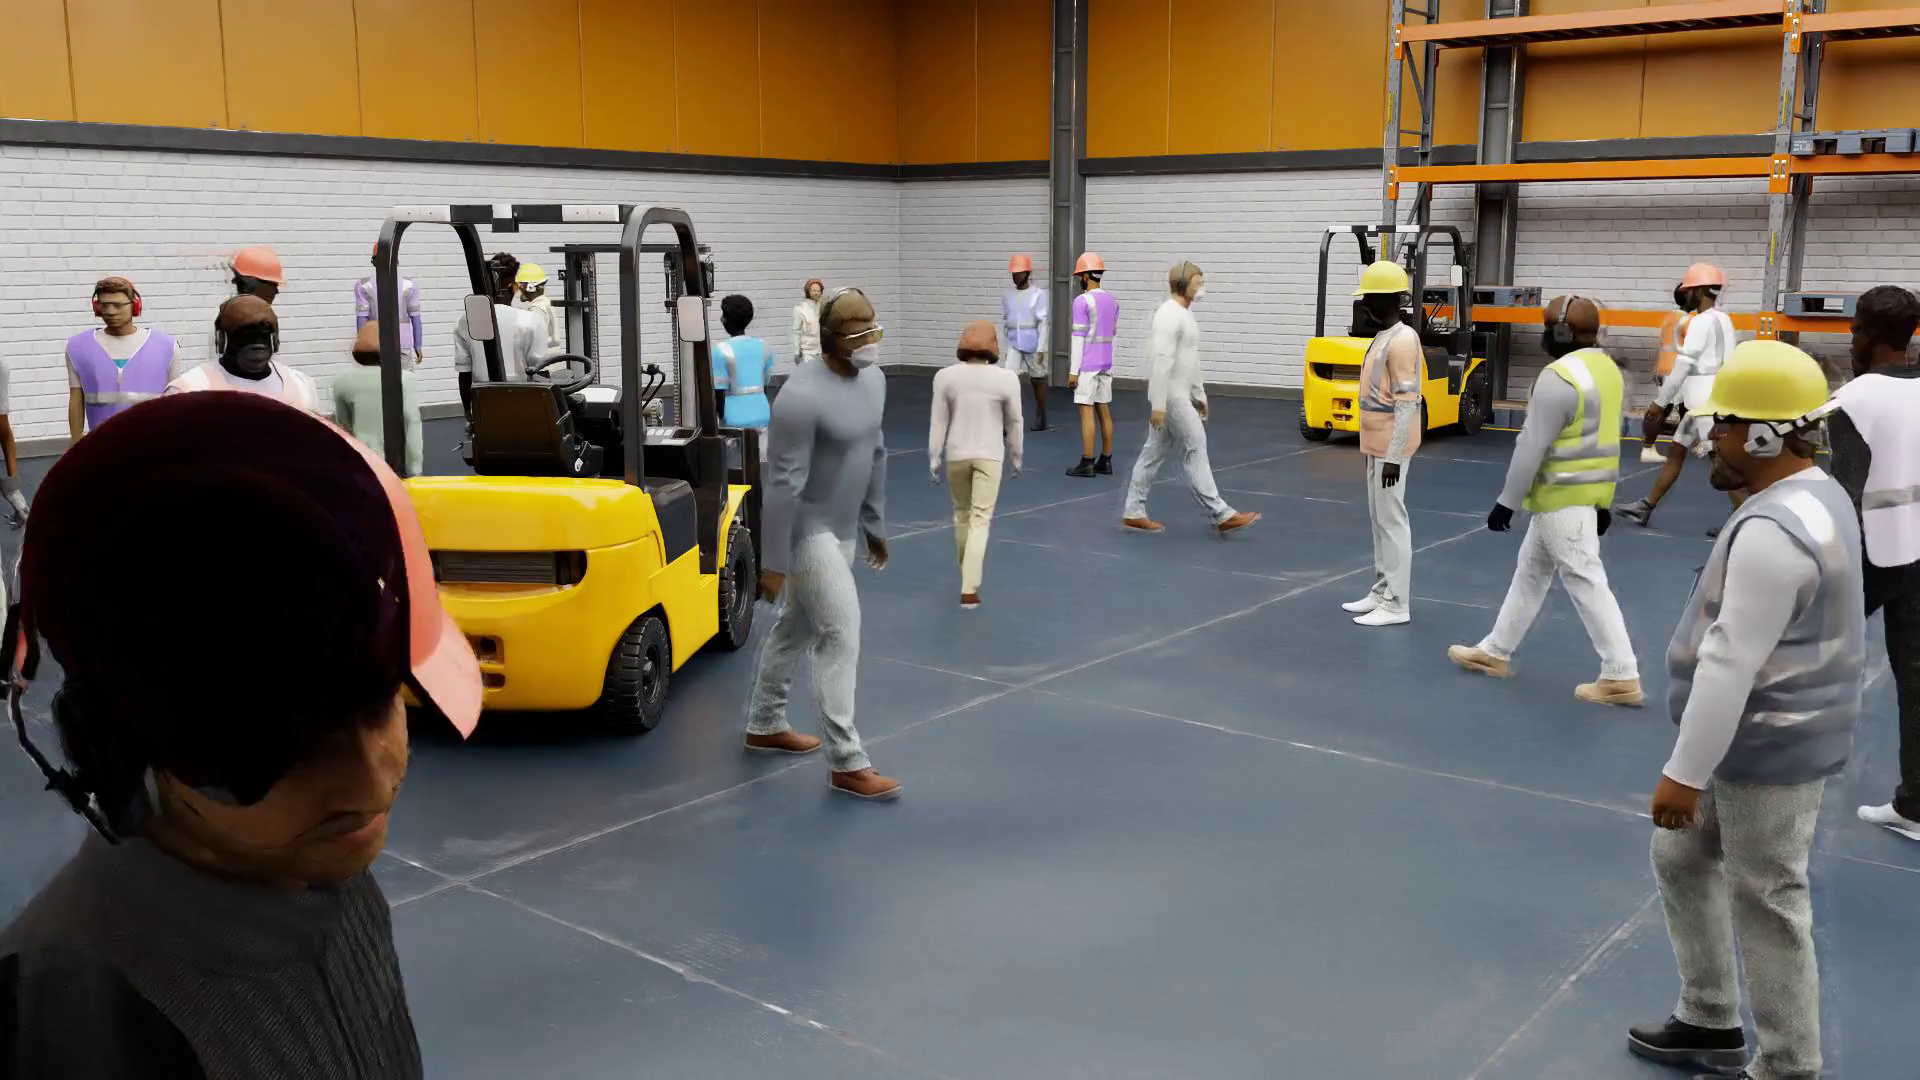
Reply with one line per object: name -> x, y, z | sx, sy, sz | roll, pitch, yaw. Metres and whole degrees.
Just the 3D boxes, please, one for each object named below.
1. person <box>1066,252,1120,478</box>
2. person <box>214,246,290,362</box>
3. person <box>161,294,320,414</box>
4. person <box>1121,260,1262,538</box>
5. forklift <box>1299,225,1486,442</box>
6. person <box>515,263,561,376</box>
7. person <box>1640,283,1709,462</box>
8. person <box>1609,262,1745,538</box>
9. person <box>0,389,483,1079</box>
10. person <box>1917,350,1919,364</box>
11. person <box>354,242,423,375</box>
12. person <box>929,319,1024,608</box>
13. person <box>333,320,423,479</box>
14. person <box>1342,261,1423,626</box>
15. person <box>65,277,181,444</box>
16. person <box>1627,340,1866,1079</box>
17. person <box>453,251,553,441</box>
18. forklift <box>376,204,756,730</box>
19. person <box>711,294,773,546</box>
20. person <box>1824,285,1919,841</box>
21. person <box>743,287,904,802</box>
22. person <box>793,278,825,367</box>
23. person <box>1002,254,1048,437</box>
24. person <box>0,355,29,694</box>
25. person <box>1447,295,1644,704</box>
person -> 1.124, -1.507, 14.365 | 0.381, 1.929, 0.538 | 9, 13, 40
person -> -4.174, -0.678, 9.561 | 0.816, 2.008, 0.610 | -8, 13, -39
person -> -2.594, 0.017, 6.161 | 0.429, 1.839, 0.633 | 7, 12, 35
person -> 1.574, -0.950, 11.375 | 1.001, 1.885, 0.658 | 3, 11, 14
forklift -> 4.449, -2.115, 16.993 | 1.214, 2.155, 2.313 | 8, 13, 38
person -> -3.759, -1.537, 14.810 | 0.403, 1.829, 0.603 | -1, 10, -8
person -> 6.669, -1.527, 15.228 | 0.853, 1.656, 0.548 | 1, 10, 3
person -> 5.063, -0.962, 11.481 | 1.020, 1.874, 0.563 | 7, 12, 33
person -> -0.537, 0.844, 1.284 | 0.489, 1.945, 0.679 | -1, 10, -6
person -> 6.719, -0.927, 11.420 | 0.470, 1.828, 0.537 | 9, 14, 41
person -> -5.606, -1.922, 16.343 | 0.616, 2.041, 0.383 | -5, 11, -25
person -> 0.106, -0.447, 9.404 | 0.512, 1.595, 0.732 | 3, 11, 16
person -> -3.188, -0.418, 9.242 | 0.510, 1.585, 0.831 | 0, 10, 1
person -> 2.235, -0.505, 8.811 | 0.382, 1.924, 0.594 | 1, 10, 4
person -> -4.480, -0.495, 8.989 | 0.572, 1.840, 0.373 | -3, 11, -18
person -> 1.772, 0.454, 3.834 | 0.601, 1.810, 0.602 | 6, 12, 30
person -> -2.770, -0.774, 10.195 | 0.605, 1.966, 0.367 | 1, 10, 6
forklift -> -1.766, -0.406, 7.525 | 1.214, 2.155, 2.313 | 1, 10, 7
person -> -1.464, -0.781, 11.020 | 0.538, 1.683, 0.372 | -10, 14, -43
person -> 3.166, 0.053, 5.878 | 0.590, 1.867, 0.965 | -3, 11, -17
person -> -0.547, -0.002, 6.225 | 0.804, 1.884, 0.658 | 4, 11, 23
person -> -1.551, -2.008, 17.970 | 0.542, 1.624, 0.378 | -4, 11, -22
person -> 0.688, -2.045, 17.466 | 0.562, 1.889, 0.986 | 5, 11, 26
person -> -4.417, -0.206, 7.348 | 0.515, 1.861, 0.329 | -8, 13, -38
person -> 2.681, -0.187, 7.441 | 0.957, 1.799, 0.632 | 8, 13, 38
